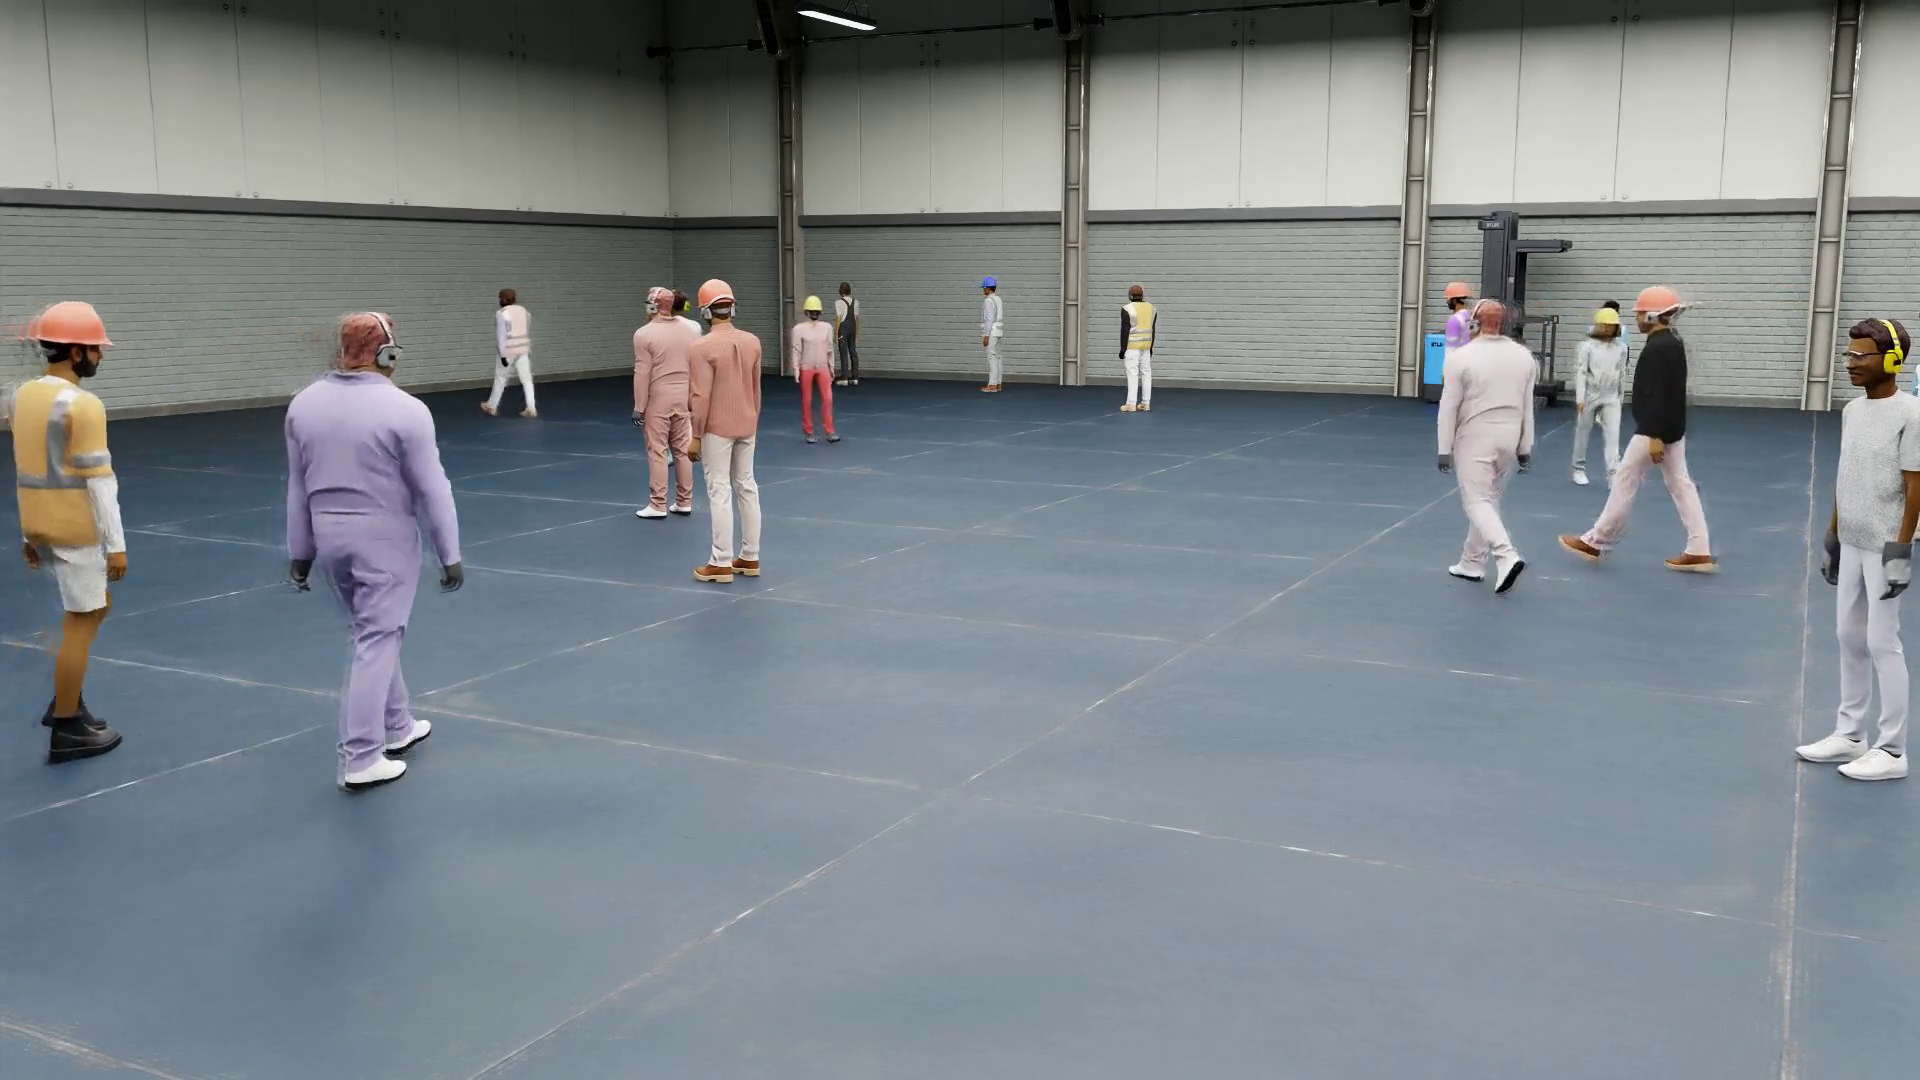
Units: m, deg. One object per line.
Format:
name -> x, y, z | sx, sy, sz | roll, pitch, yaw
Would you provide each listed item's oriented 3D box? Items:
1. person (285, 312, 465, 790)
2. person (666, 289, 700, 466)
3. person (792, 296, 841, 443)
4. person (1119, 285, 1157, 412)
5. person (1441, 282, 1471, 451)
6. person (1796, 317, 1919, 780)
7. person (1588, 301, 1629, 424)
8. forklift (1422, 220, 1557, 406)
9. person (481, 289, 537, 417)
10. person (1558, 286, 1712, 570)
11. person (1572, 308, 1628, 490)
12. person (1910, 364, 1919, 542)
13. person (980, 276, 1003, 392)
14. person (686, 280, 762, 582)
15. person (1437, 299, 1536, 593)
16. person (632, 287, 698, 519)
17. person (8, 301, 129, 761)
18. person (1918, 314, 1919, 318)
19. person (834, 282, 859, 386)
person -> -2.305, 0.019, 6.788 | 0.681, 1.874, 0.838 | 3, 10, 21
person -> -2.945, -1.663, 17.230 | 0.553, 1.854, 0.571 | -4, 10, -21
person -> -1.694, -1.994, 19.630 | 0.556, 1.732, 0.795 | -4, 10, -24
person -> 2.577, -2.805, 24.350 | 0.624, 1.838, 0.430 | -6, 11, -32
person -> 5.637, -1.969, 18.915 | 0.399, 1.920, 0.579 | 9, 13, 43
person -> 3.711, 0.032, 6.791 | 0.320, 1.865, 0.515 | -1, 9, -6
person -> 8.553, -2.333, 22.017 | 0.545, 1.651, 0.882 | -1, 9, -8
forklift -> 8.245, -3.527, 25.720 | 1.873, 2.768, 1.129 | 5, 10, 27
person -> -6.358, -2.639, 23.468 | 0.968, 1.791, 0.630 | 7, 11, 36
person -> 4.756, -0.770, 11.492 | 1.037, 1.933, 0.642 | 8, 12, 41
person -> 6.065, -1.339, 15.726 | 0.499, 1.689, 0.892 | 0, 9, -2
person -> 7.298, -0.770, 12.401 | 0.306, 1.639, 0.524 | -4, 10, -22
person -> 0.529, -3.485, 28.194 | 0.406, 1.945, 0.613 | 3, 10, 19
person -> -1.571, -0.726, 11.056 | 0.392, 1.988, 0.608 | 7, 12, 38
person -> 3.433, -0.616, 10.757 | 0.655, 1.877, 0.891 | -3, 10, -18
person -> -2.476, -1.142, 13.855 | 0.409, 1.913, 0.650 | 7, 12, 39
person -> -3.747, -0.042, 7.045 | 0.576, 1.915, 0.489 | 6, 11, 32
person -> 6.876, -0.725, 11.646 | 1.022, 1.797, 0.526 | 0, 9, 1
person -> -2.036, -3.699, 29.834 | 0.509, 1.844, 0.329 | -8, 12, -39
